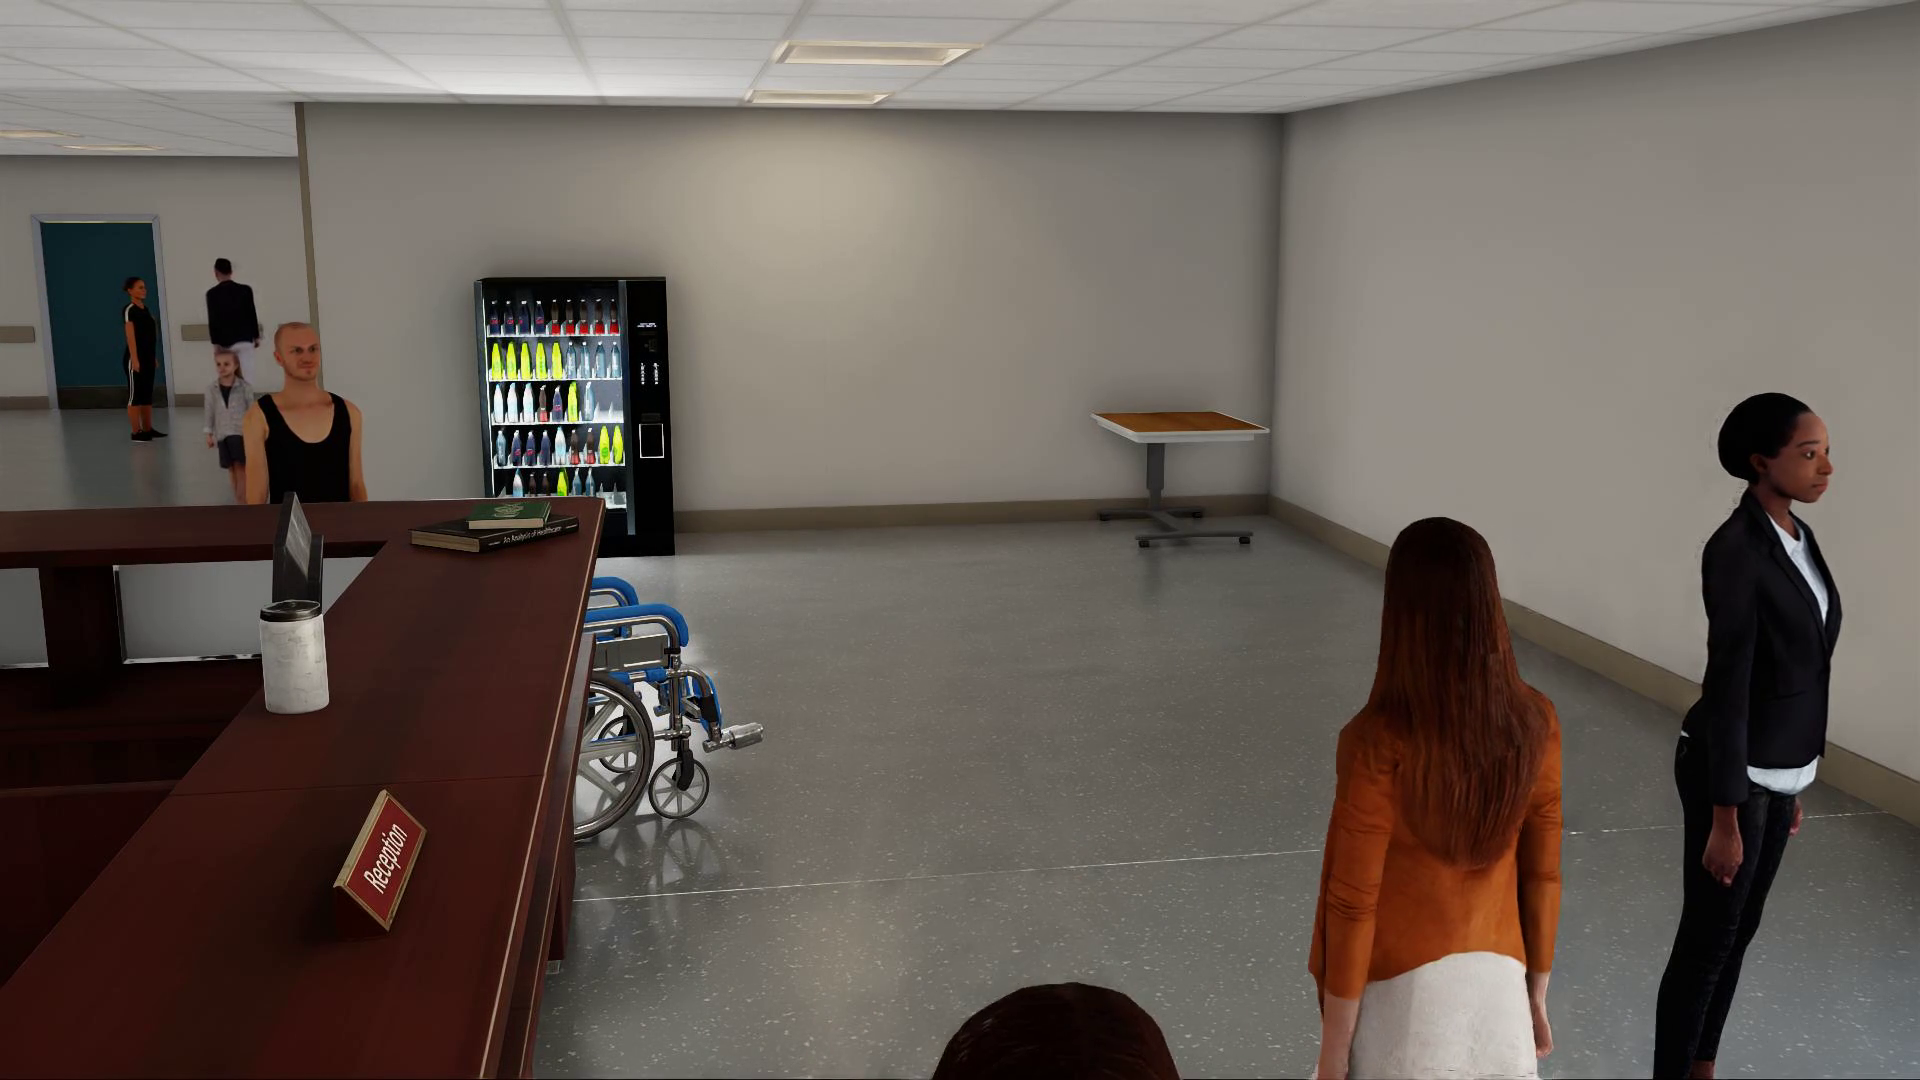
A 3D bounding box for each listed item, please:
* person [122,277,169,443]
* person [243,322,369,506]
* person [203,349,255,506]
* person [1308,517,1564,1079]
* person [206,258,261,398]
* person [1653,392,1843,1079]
[{"bbox_3d":[-8.435,-1.867,17.089,0.581,1.669,0.623,0,11,3],"label":"person"},{"bbox_3d":[-2.599,0.039,6.653,0.767,1.816,0.662,10,15,44],"label":"person"},{"bbox_3d":[-5.465,-0.803,12.560,0.657,1.260,0.626,-1,11,-3],"label":"person"},{"bbox_3d":[0.841,0.830,2.784,0.914,1.704,0.782,-4,12,-22],"label":"person"},{"bbox_3d":[-7.822,-2.105,17.992,1.217,1.800,0.951,-5,12,-23],"label":"person"},{"bbox_3d":[1.754,0.581,3.743,0.753,1.834,0.659,10,15,43],"label":"person"}]
